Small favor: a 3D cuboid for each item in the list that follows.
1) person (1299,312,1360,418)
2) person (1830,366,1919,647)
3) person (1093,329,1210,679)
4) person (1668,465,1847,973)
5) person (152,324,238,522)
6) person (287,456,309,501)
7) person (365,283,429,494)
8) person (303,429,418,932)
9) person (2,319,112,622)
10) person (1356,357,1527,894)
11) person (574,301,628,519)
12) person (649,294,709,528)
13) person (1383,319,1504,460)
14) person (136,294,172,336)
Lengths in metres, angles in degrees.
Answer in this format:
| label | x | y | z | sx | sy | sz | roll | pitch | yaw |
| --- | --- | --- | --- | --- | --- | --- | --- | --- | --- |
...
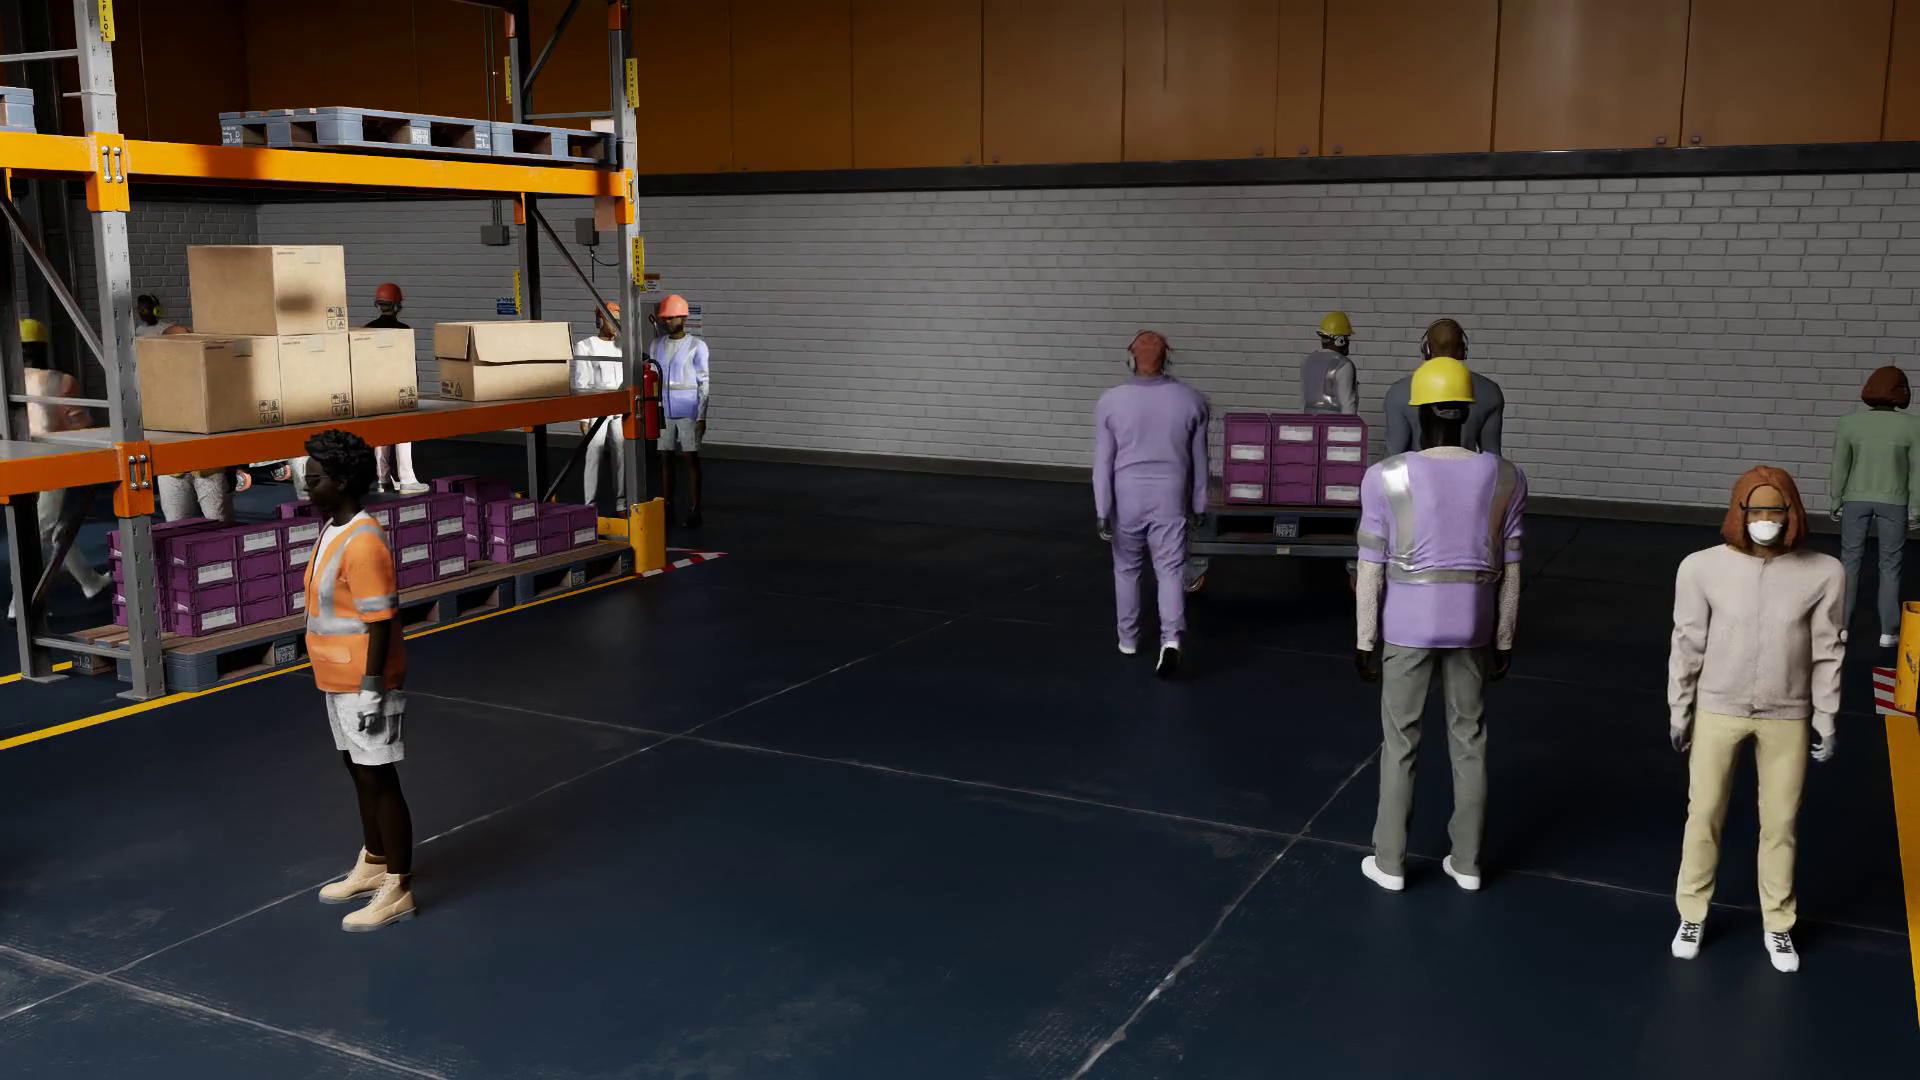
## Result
| label | x | y | z | sx | sy | sz | roll | pitch | yaw |
| --- | --- | --- | --- | --- | --- | --- | --- | --- | --- |
| person | 2.848 | -0.830 | 12.780 | 0.404 | 1.835 | 0.590 | -4 | 11 | -24 |
| person | 5.333 | -0.196 | 9.687 | 0.501 | 1.631 | 0.287 | 8 | 13 | 39 |
| person | 1.044 | -0.209 | 9.077 | 0.645 | 1.876 | 0.931 | 0 | 10 | 1 |
| person | 2.520 | 0.568 | 5.299 | 0.503 | 1.626 | 0.283 | 3 | 10 | 18 |
| person | -4.908 | -0.456 | 10.636 | 0.620 | 1.836 | 0.430 | -1 | 10 | -5 |
| person | -5.444 | -0.974 | 13.755 | 0.633 | 1.788 | 0.471 | -5 | 11 | -27 |
| person | -5.377 | -1.434 | 15.803 | 0.622 | 1.995 | 0.378 | 5 | 11 | 27 |
| person | -2.051 | 0.470 | 5.648 | 0.316 | 1.695 | 0.542 | -6 | 12 | -32 |
| person | -5.757 | -0.452 | 10.503 | 0.595 | 1.861 | 1.046 | 2 | 10 | 12 |
| person | 1.693 | 0.310 | 5.939 | 0.588 | 1.918 | 0.397 | 0 | 10 | -1 |
| person | -2.948 | -1.052 | 13.945 | 0.581 | 1.879 | 0.351 | -9 | 13 | -43 |
| person | -2.359 | -1.061 | 13.829 | 0.555 | 1.935 | 0.368 | 3 | 10 | 19 |
| person | 2.569 | -0.212 | 8.918 | 0.635 | 1.930 | 0.353 | 0 | 10 | 1 |
| person | -8.379 | -1.636 | 17.407 | 0.533 | 1.856 | 0.391 | 3 | 10 | 14 |
